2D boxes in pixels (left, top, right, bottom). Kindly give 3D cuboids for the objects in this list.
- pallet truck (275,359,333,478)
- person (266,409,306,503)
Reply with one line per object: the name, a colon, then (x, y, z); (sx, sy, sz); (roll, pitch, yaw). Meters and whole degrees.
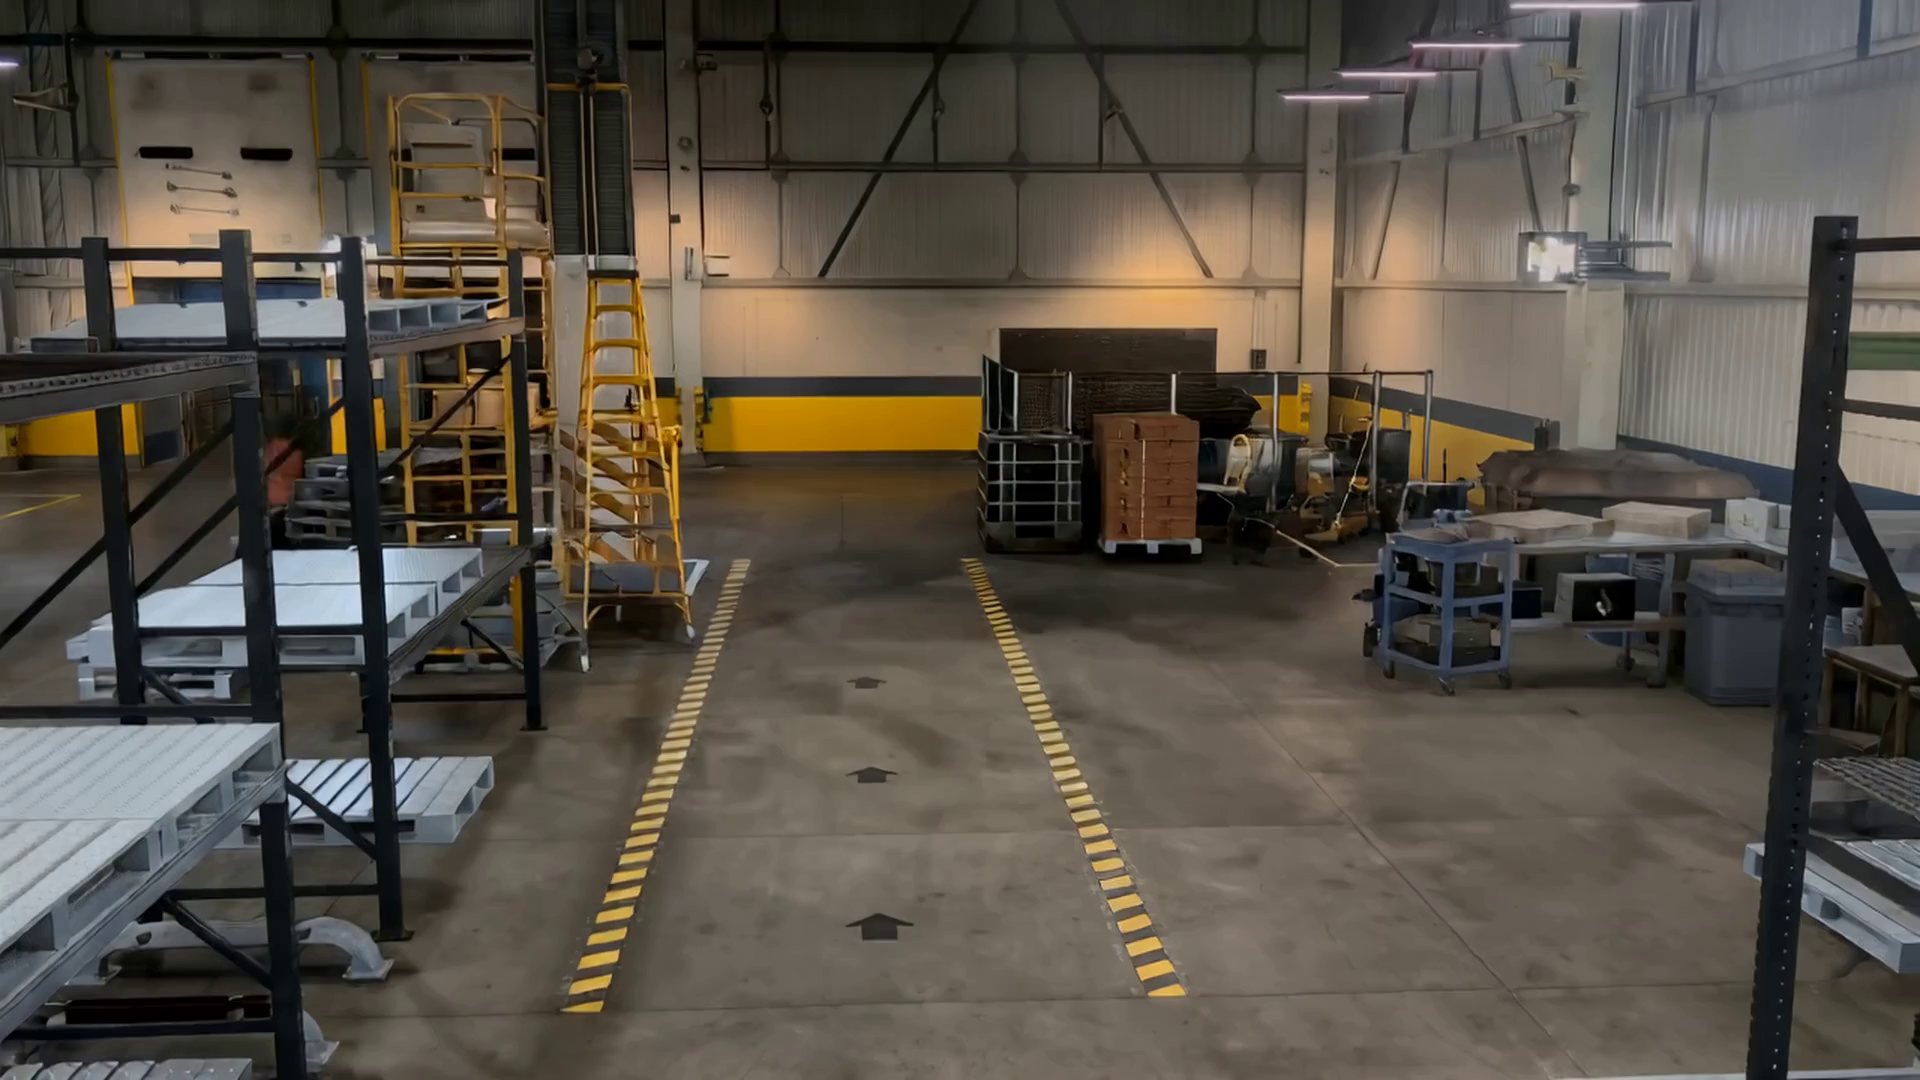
pallet truck: (-7.062, -1.131, 18.996); (1.885, 1.965, 0.823); (2, 9, 13)
person: (-6.139, -0.346, 15.068); (0.439, 1.683, 0.539); (-8, 12, -42)
